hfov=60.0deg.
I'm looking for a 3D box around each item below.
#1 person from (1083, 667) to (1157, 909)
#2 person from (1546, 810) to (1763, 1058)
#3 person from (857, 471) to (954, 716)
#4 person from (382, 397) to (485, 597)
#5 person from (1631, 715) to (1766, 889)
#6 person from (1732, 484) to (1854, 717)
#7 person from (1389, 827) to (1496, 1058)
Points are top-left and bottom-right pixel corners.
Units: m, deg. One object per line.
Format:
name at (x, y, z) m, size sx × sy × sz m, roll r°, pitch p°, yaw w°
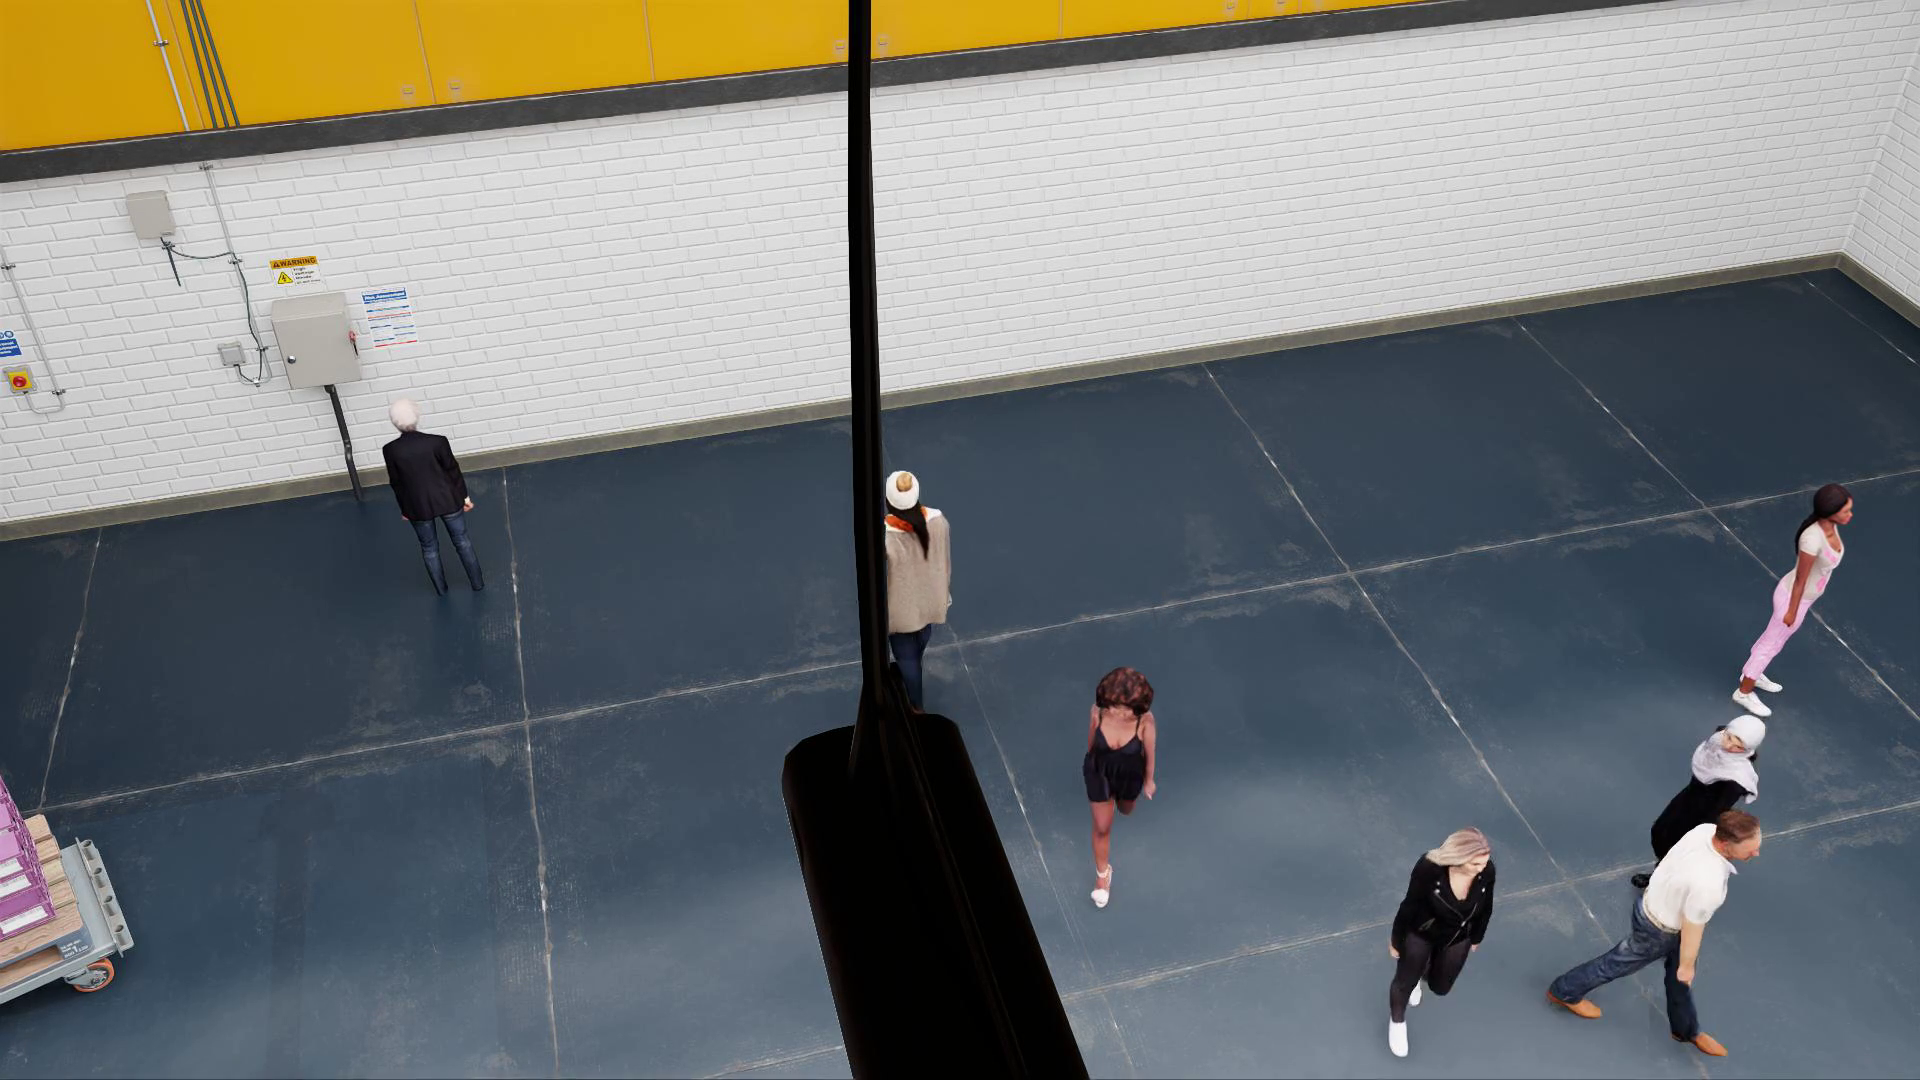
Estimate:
person at (0.896, 1.282, 9.537) m, size 0.876 × 1.740 × 1.148 m, roll 6°, pitch 39°, yaw 8°
person at (3.563, 1.946, 8.655) m, size 1.234 × 1.804 × 1.174 m, roll 16°, pitch 41°, yaw 19°
person at (-0.275, 0.389, 10.552) m, size 0.815 × 1.870 × 0.997 m, roll -20°, pitch 43°, yaw -23°
person at (-3.656, -0.263, 11.693) m, size 0.747 × 1.778 × 0.590 m, roll -7°, pitch 39°, yaw -9°
person at (4.136, 1.537, 9.220) m, size 0.836 × 1.738 × 0.650 m, roll 12°, pitch 40°, yaw 14°
person at (5.370, 0.359, 10.693) m, size 0.700 × 1.741 × 0.659 m, roll 24°, pitch 44°, yaw 27°
person at (2.475, 1.995, 8.705) m, size 0.767 × 1.666 × 0.838 m, roll 6°, pitch 39°, yaw 7°
